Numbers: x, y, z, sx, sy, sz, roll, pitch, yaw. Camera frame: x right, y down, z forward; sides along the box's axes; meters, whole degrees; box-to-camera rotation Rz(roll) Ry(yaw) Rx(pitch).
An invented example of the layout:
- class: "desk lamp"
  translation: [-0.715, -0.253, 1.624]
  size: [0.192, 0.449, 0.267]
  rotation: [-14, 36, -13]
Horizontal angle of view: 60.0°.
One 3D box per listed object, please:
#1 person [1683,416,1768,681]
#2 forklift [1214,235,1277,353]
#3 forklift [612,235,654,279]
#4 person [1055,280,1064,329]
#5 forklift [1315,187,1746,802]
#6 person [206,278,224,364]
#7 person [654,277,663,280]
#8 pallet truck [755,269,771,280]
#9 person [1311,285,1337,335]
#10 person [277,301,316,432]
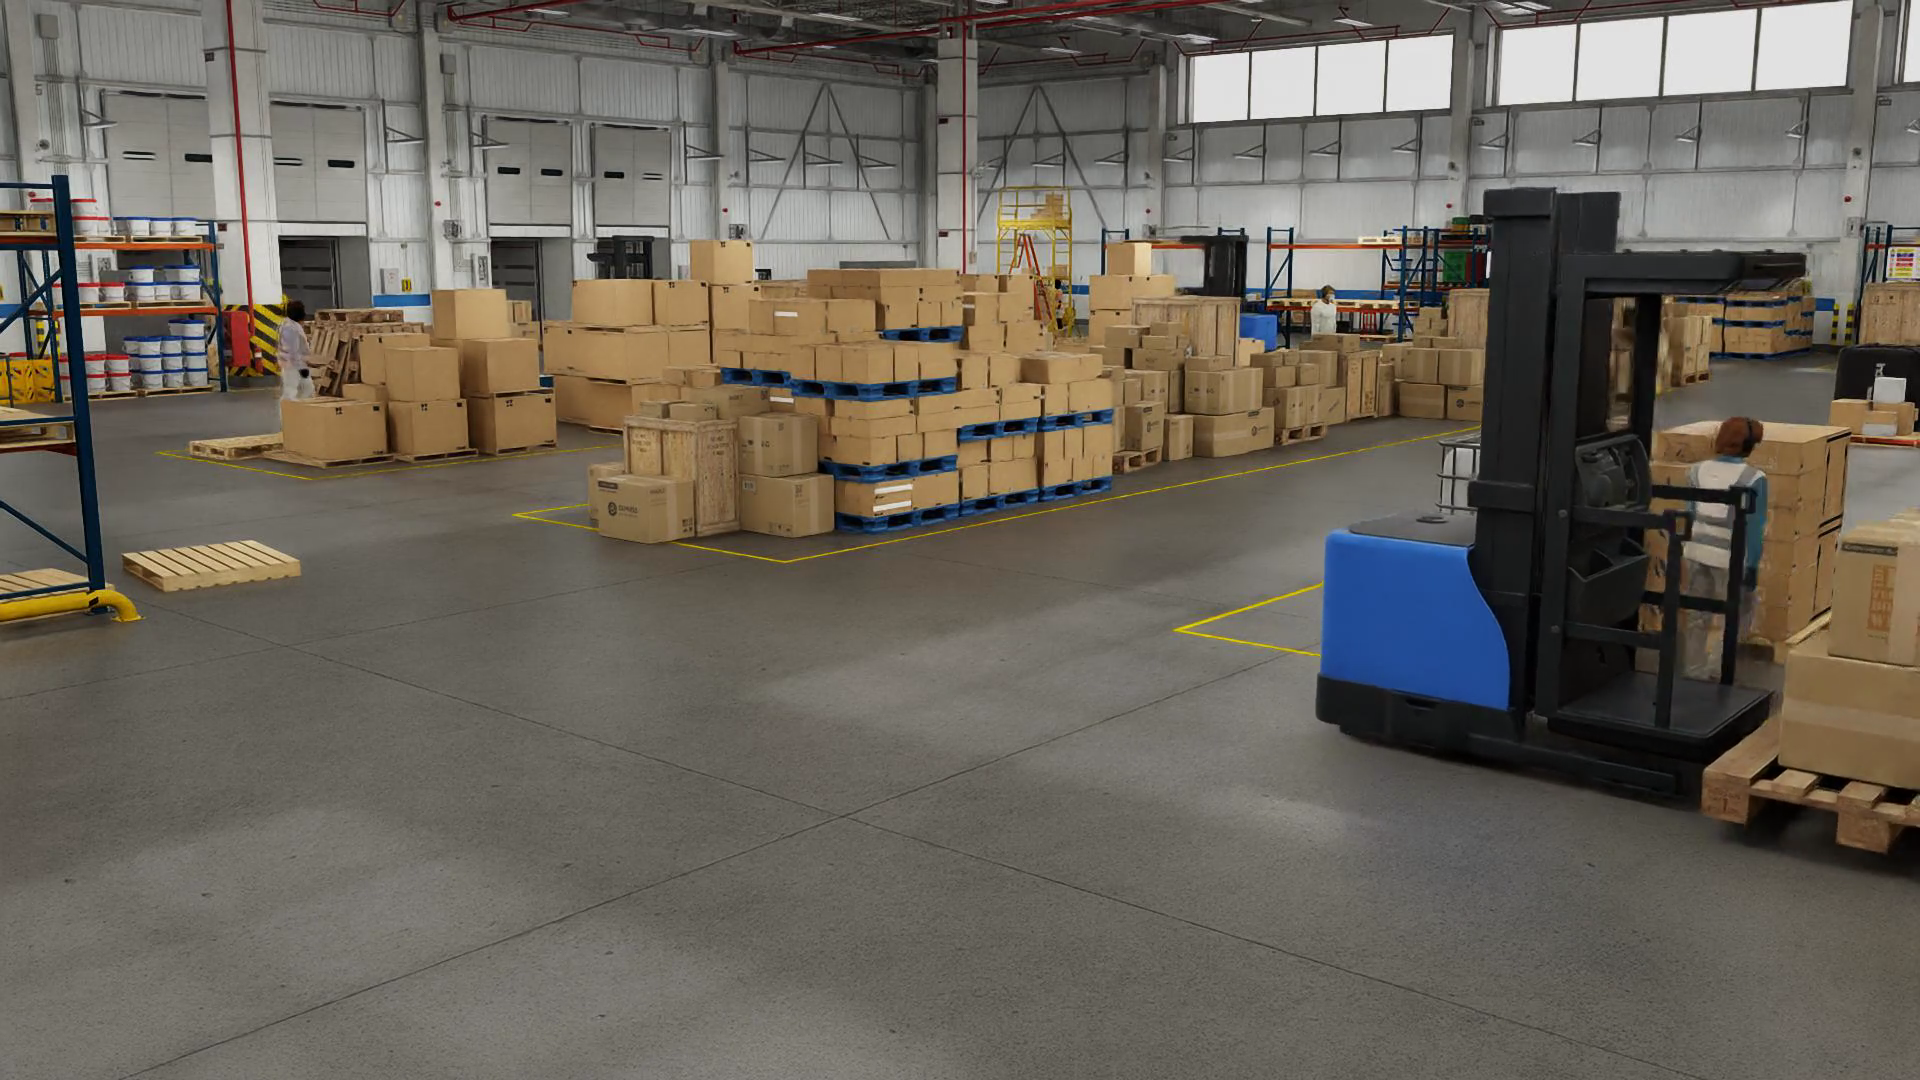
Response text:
- class: "person"
  translation: [4.248, 0.123, 9.270]
  size: [0.349, 1.623, 0.548]
  rotation: [-5, 11, -27]
- class: "forklift"
  translation: [5.998, -5.336, 36.775]
  size: [1.873, 2.768, 1.129]
  rotation: [8, 13, 40]
- class: "forklift"
  translation: [-7.300, -5.450, 37.421]
  size: [1.873, 2.768, 1.129]
  rotation: [8, 13, 40]
- class: "person"
  translation: [2.746, -6.463, 46.565]
  size: [0.321, 1.694, 0.529]
  rotation: [-1, 10, -3]
- class: "forklift"
  translation: [2.888, -0.341, 8.334]
  size: [1.873, 2.768, 1.129]
  rotation: [8, 13, 40]
- class: "person"
  translation: [-16.325, -4.807, 36.592]
  size: [0.598, 1.893, 0.947]
  rotation: [4, 11, 22]
- class: "person"
  translation: [-6.508, -4.725, 36.015]
  size: [0.636, 1.930, 0.372]
  rotation: [-4, 11, -24]
- class: "pallet truck"
  translation: [-4.996, -6.432, 45.525]
  size: [1.885, 1.965, 0.823]
  rotation: [-6, 12, -32]
- class: "person"
  translation: [6.177, -3.363, 28.263]
  size: [0.380, 1.930, 0.624]
  rotation: [10, 14, 44]
- class: "person"
  translation: [-9.152, -2.401, 23.096]
  size: [0.696, 1.822, 0.640]
  rotation: [-2, 10, -13]
